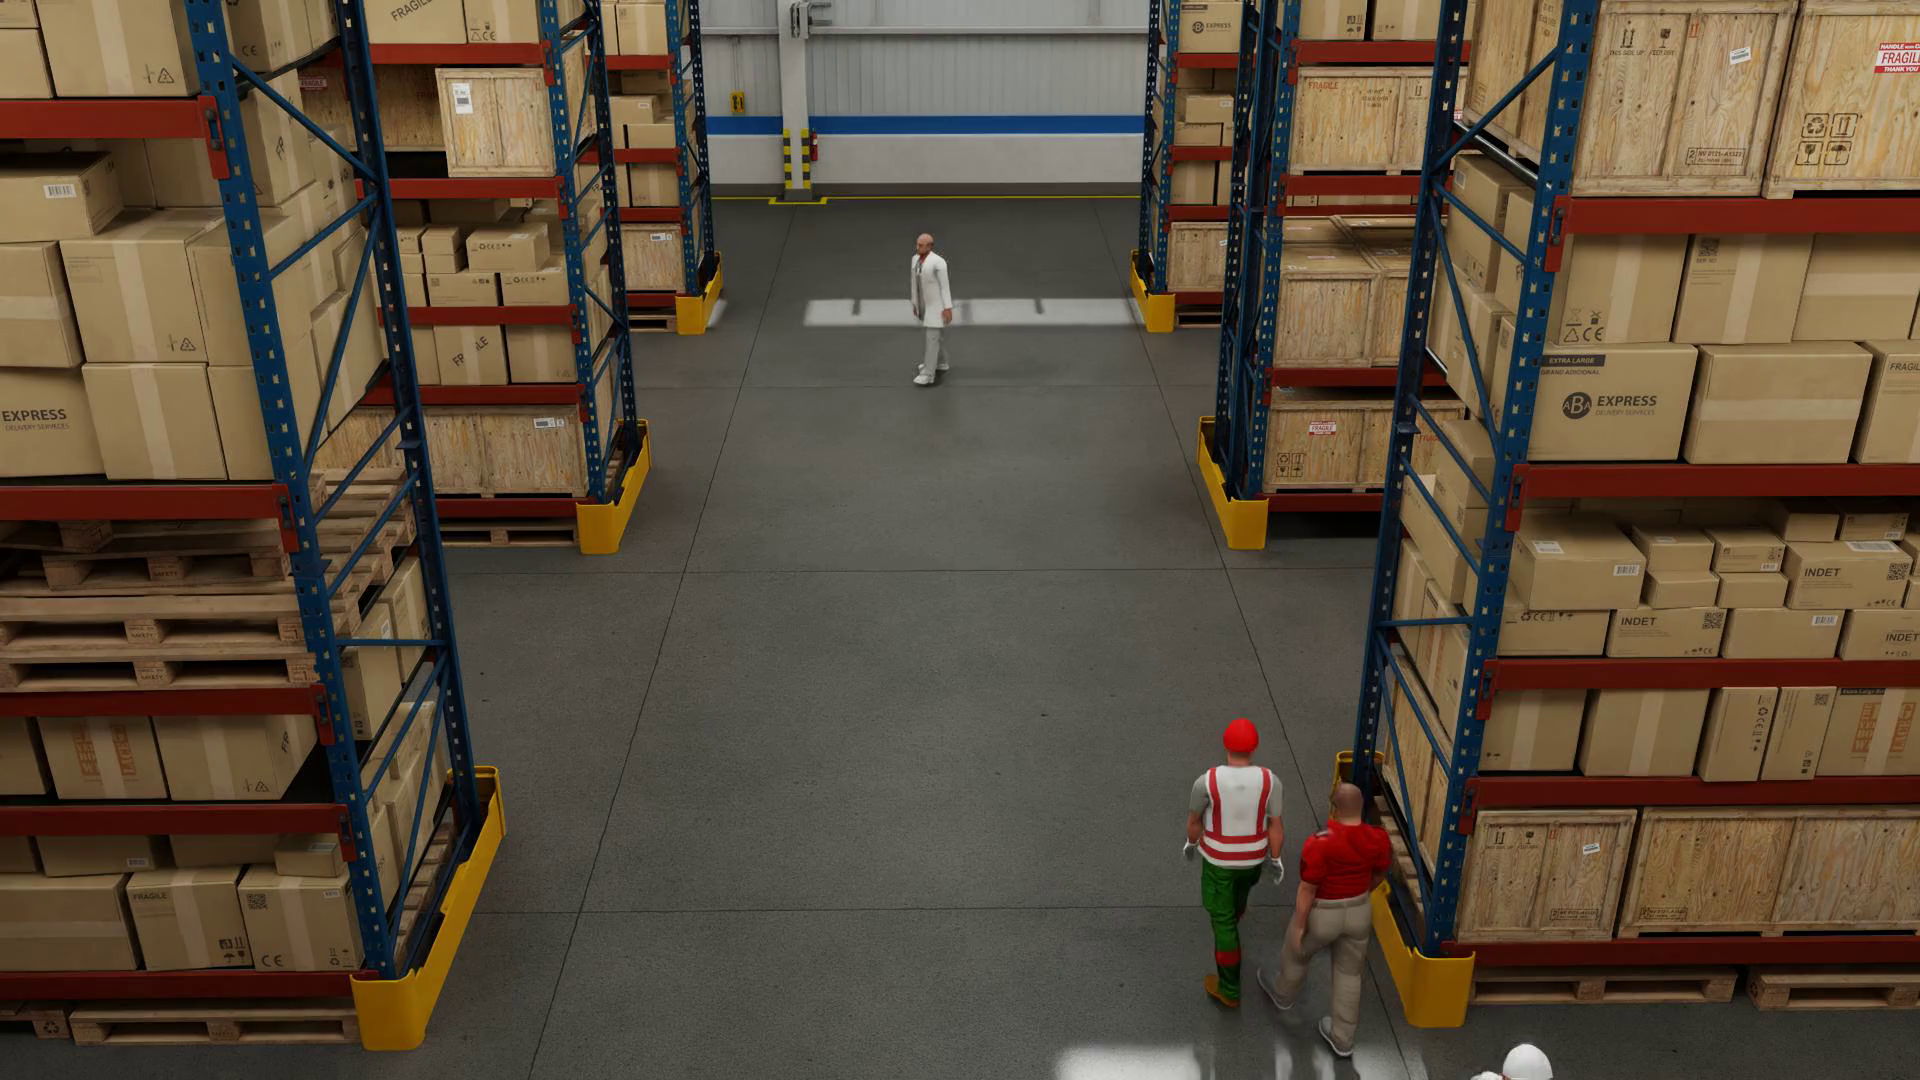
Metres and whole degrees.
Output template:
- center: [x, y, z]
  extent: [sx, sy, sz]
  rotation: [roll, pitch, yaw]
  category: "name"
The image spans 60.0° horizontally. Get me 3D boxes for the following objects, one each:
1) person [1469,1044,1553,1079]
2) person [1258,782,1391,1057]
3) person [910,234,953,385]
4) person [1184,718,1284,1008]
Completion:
- center: [2.438, 2.963, 7.511]
  extent: [0.549, 1.787, 0.554]
  rotation: [19, 31, 35]
  category: "person"
- center: [2.103, 2.051, 9.499]
  extent: [0.560, 1.717, 0.762]
  rotation: [-4, 25, -8]
  category: "person"
- center: [-0.399, -2.769, 19.756]
  extent: [0.792, 1.757, 0.618]
  rotation: [-19, 31, -35]
  category: "person"
- center: [1.608, 1.808, 9.960]
  extent: [0.552, 1.742, 0.953]
  rotation: [-3, 25, -7]
  category: "person"
